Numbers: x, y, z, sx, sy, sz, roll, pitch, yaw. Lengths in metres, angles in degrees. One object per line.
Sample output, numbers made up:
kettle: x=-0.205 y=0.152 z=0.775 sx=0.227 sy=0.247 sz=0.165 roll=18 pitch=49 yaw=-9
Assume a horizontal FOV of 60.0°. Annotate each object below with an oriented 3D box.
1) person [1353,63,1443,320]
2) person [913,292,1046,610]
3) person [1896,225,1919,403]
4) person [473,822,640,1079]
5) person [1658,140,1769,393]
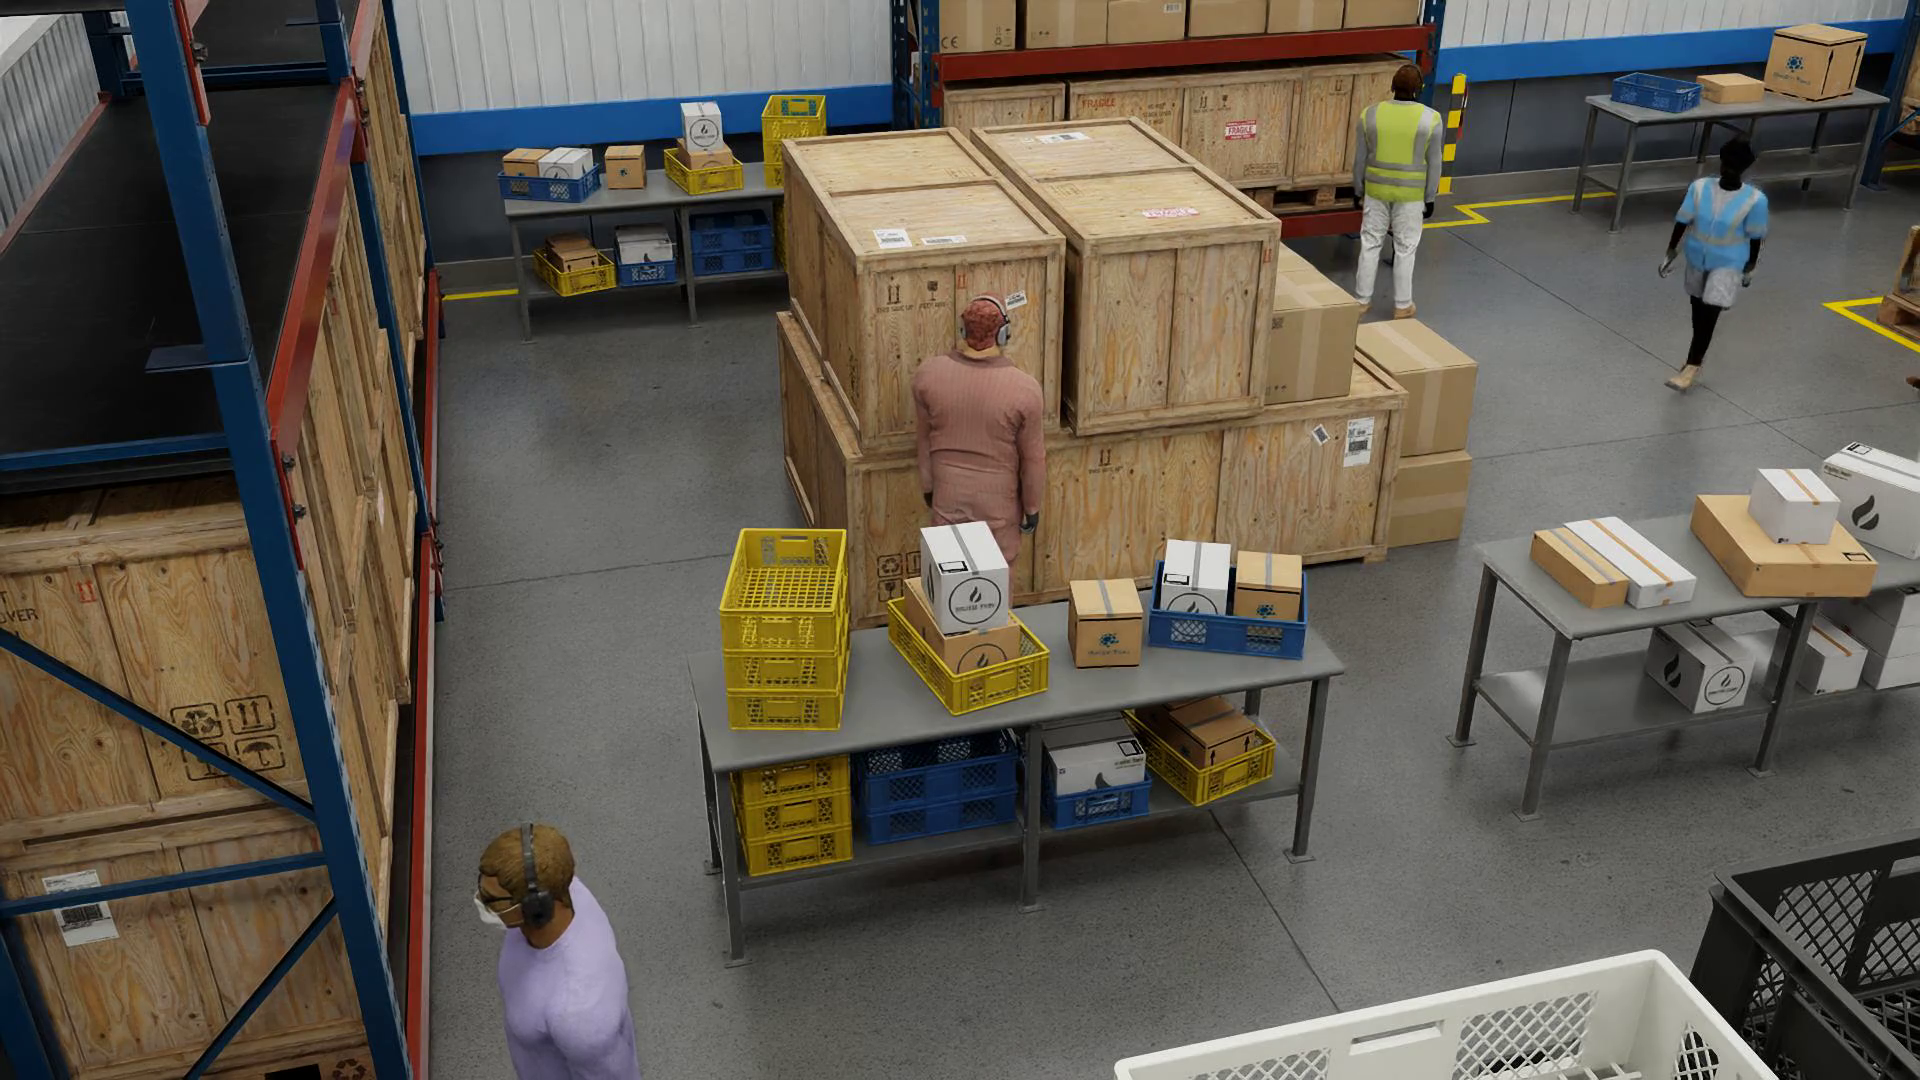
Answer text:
person: x=3.144 y=-2.505 z=12.019 sx=0.619 sy=1.845 sz=0.430 roll=13 pitch=32 yaw=23
person: x=0.105 y=-0.248 z=7.872 sx=0.636 sy=1.899 sz=0.399 roll=10 pitch=30 yaw=18
person: x=6.307 y=-1.711 z=10.599 sx=0.609 sy=1.813 sz=0.599 roll=-5 pitch=29 yaw=-8
person: x=-1.042 y=1.558 z=4.545 sx=0.354 sy=1.938 sz=0.635 roll=-11 pitch=31 yaw=-20
person: x=4.915 y=-1.811 z=10.943 sx=0.852 sy=1.652 sz=0.545 roll=-23 pitch=36 yaw=-35
